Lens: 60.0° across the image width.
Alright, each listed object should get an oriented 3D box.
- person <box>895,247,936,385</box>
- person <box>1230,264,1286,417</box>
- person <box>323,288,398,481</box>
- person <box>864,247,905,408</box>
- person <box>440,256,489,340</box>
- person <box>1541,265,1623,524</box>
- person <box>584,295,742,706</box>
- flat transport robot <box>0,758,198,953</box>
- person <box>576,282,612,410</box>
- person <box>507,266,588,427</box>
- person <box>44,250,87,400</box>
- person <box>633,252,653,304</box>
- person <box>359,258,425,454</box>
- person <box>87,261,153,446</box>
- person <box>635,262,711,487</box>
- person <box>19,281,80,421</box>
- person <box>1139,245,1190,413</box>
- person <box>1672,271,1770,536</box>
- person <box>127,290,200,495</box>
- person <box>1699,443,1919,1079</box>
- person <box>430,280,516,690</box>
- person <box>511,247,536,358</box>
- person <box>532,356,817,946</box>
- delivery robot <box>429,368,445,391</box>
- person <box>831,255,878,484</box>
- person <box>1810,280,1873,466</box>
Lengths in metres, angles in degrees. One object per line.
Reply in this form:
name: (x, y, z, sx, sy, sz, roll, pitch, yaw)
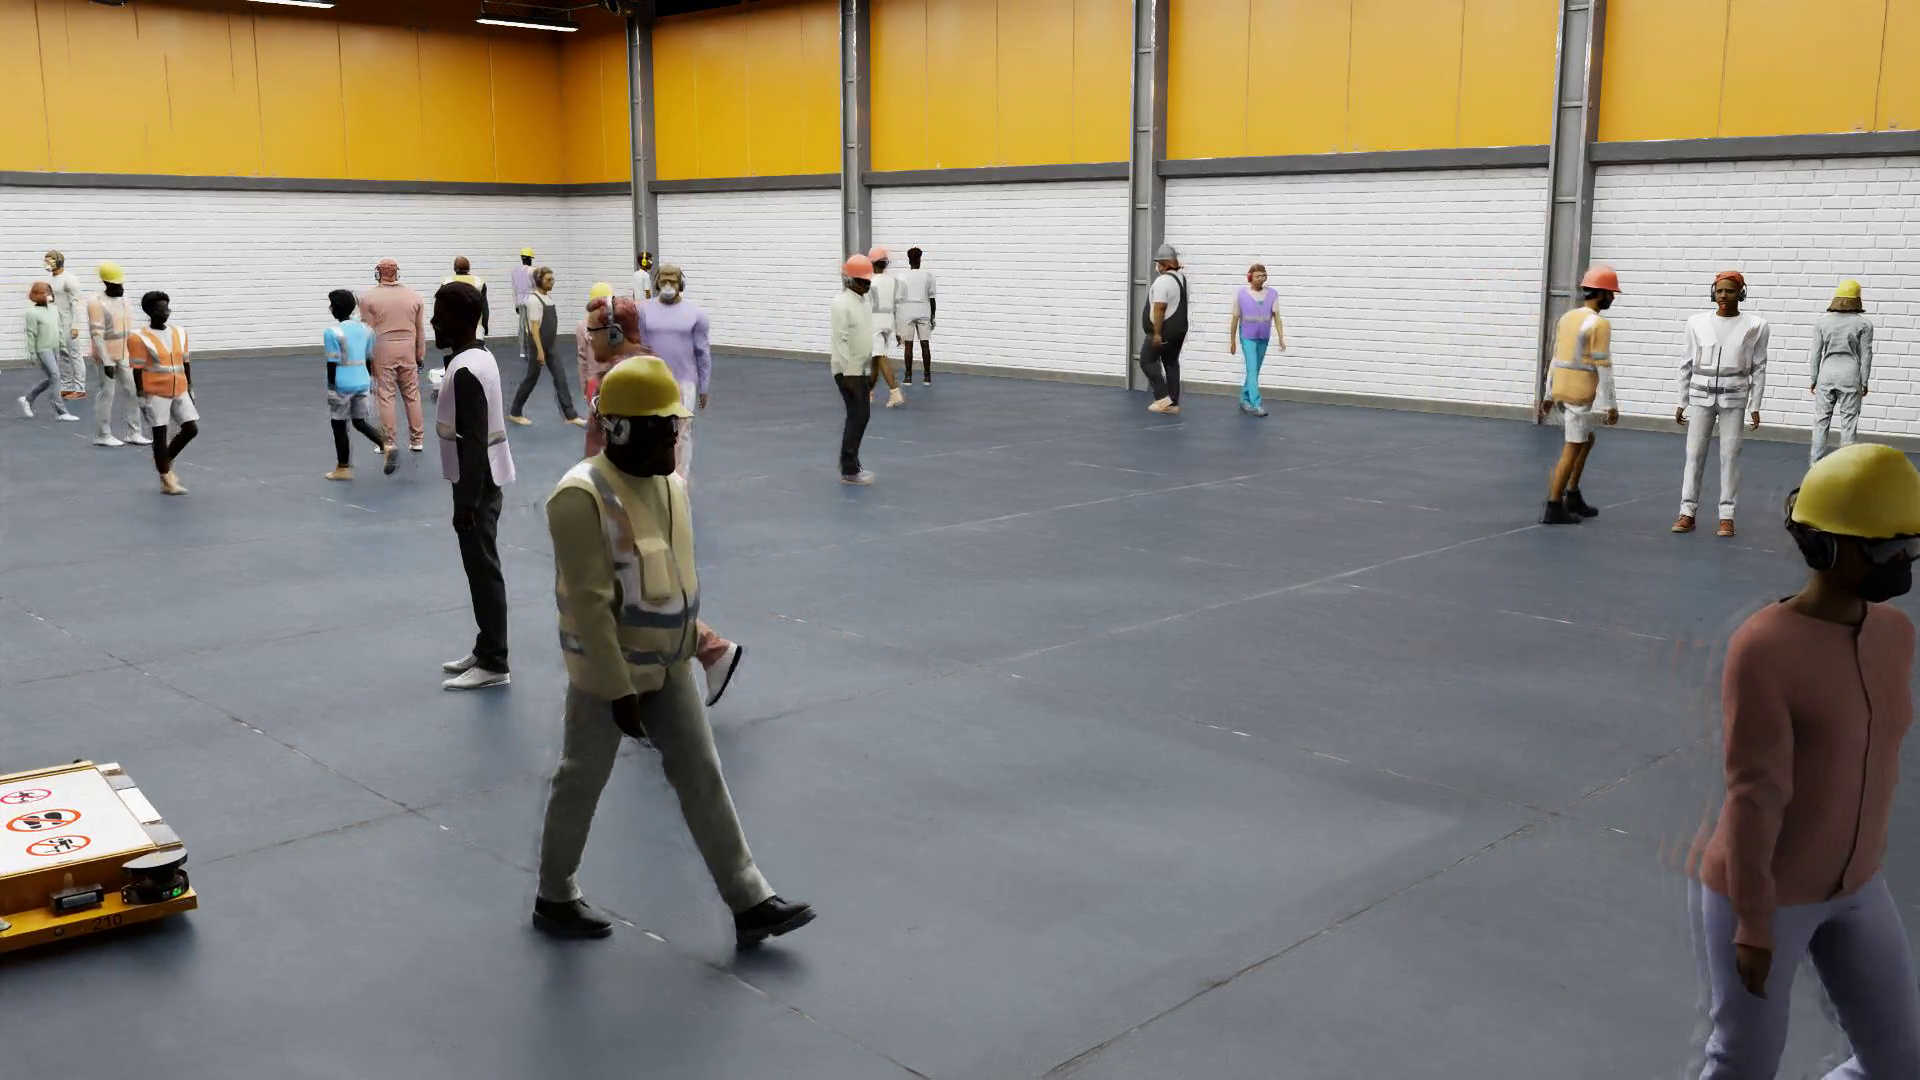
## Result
person: (-0.638, -3.179, 23.694, 0.609, 1.960, 0.377, -2, 11, -9)
person: (3.512, -2.388, 19.865, 0.573, 1.798, 0.964, -3, 11, -18)
person: (-5.233, -1.332, 14.372, 0.640, 1.677, 0.543, 4, 11, 22)
person: (-0.994, -2.637, 20.661, 0.621, 1.999, 1.025, -10, 14, -42)
person: (-6.836, -2.981, 22.957, 0.652, 1.840, 0.429, -4, 11, -21)
person: (4.626, -1.065, 12.305, 0.669, 1.906, 0.600, -2, 11, -10)
person: (-1.340, -0.136, 7.328, 0.647, 1.880, 0.658, 0, 10, 0)
flat transport robot: (-3.057, 1.000, 5.522, 0.652, 0.197, 1.431, -8, 13, -36)
person: (-3.112, -1.417, 14.747, 0.536, 1.730, 0.884, -1, 10, -4)
person: (-4.653, -2.139, 18.490, 0.980, 1.799, 0.531, 3, 11, 14)
person: (-11.631, -2.780, 21.583, 0.629, 1.940, 0.376, 6, 12, 30)
person: (-5.034, -3.654, 26.551, 0.312, 1.865, 0.535, -8, 13, -36)
person: (-5.566, -1.796, 16.304, 0.648, 1.906, 0.401, -9, 14, -41)
person: (-8.499, -1.849, 16.687, 0.705, 1.865, 0.617, 2, 11, 12)
person: (-2.282, -1.234, 13.187, 0.642, 1.926, 0.645, 0, 10, -1)
person: (-10.582, -2.178, 19.194, 0.719, 1.610, 0.502, 1, 10, 3)
person: (2.452, -2.526, 19.918, 0.538, 2.000, 0.701, 8, 13, 36)
person: (5.409, -0.969, 11.857, 0.573, 1.883, 0.355, 7, 12, 32)
person: (-6.557, -1.209, 13.687, 0.395, 1.684, 0.554, 6, 12, 30)
person: (1.645, 0.682, 3.220, 0.532, 1.755, 0.399, -4, 11, -22)
person: (-2.305, -0.247, 7.887, 0.391, 1.897, 0.593, -3, 11, -15)
person: (-7.514, -4.123, 28.944, 0.585, 1.925, 0.373, 4, 11, 23)
person: (-0.922, 0.357, 4.906, 0.936, 1.781, 0.599, 5, 12, 27)
delivery robot: (-6.409, -2.081, 21.282, 0.707, 0.478, 0.477, -2, 11, -10)
person: (-0.891, -1.452, 14.272, 0.485, 1.950, 0.614, 4, 11, 20)
person: (7.714, -1.398, 14.577, 0.483, 1.745, 0.306, 9, 14, 41)
